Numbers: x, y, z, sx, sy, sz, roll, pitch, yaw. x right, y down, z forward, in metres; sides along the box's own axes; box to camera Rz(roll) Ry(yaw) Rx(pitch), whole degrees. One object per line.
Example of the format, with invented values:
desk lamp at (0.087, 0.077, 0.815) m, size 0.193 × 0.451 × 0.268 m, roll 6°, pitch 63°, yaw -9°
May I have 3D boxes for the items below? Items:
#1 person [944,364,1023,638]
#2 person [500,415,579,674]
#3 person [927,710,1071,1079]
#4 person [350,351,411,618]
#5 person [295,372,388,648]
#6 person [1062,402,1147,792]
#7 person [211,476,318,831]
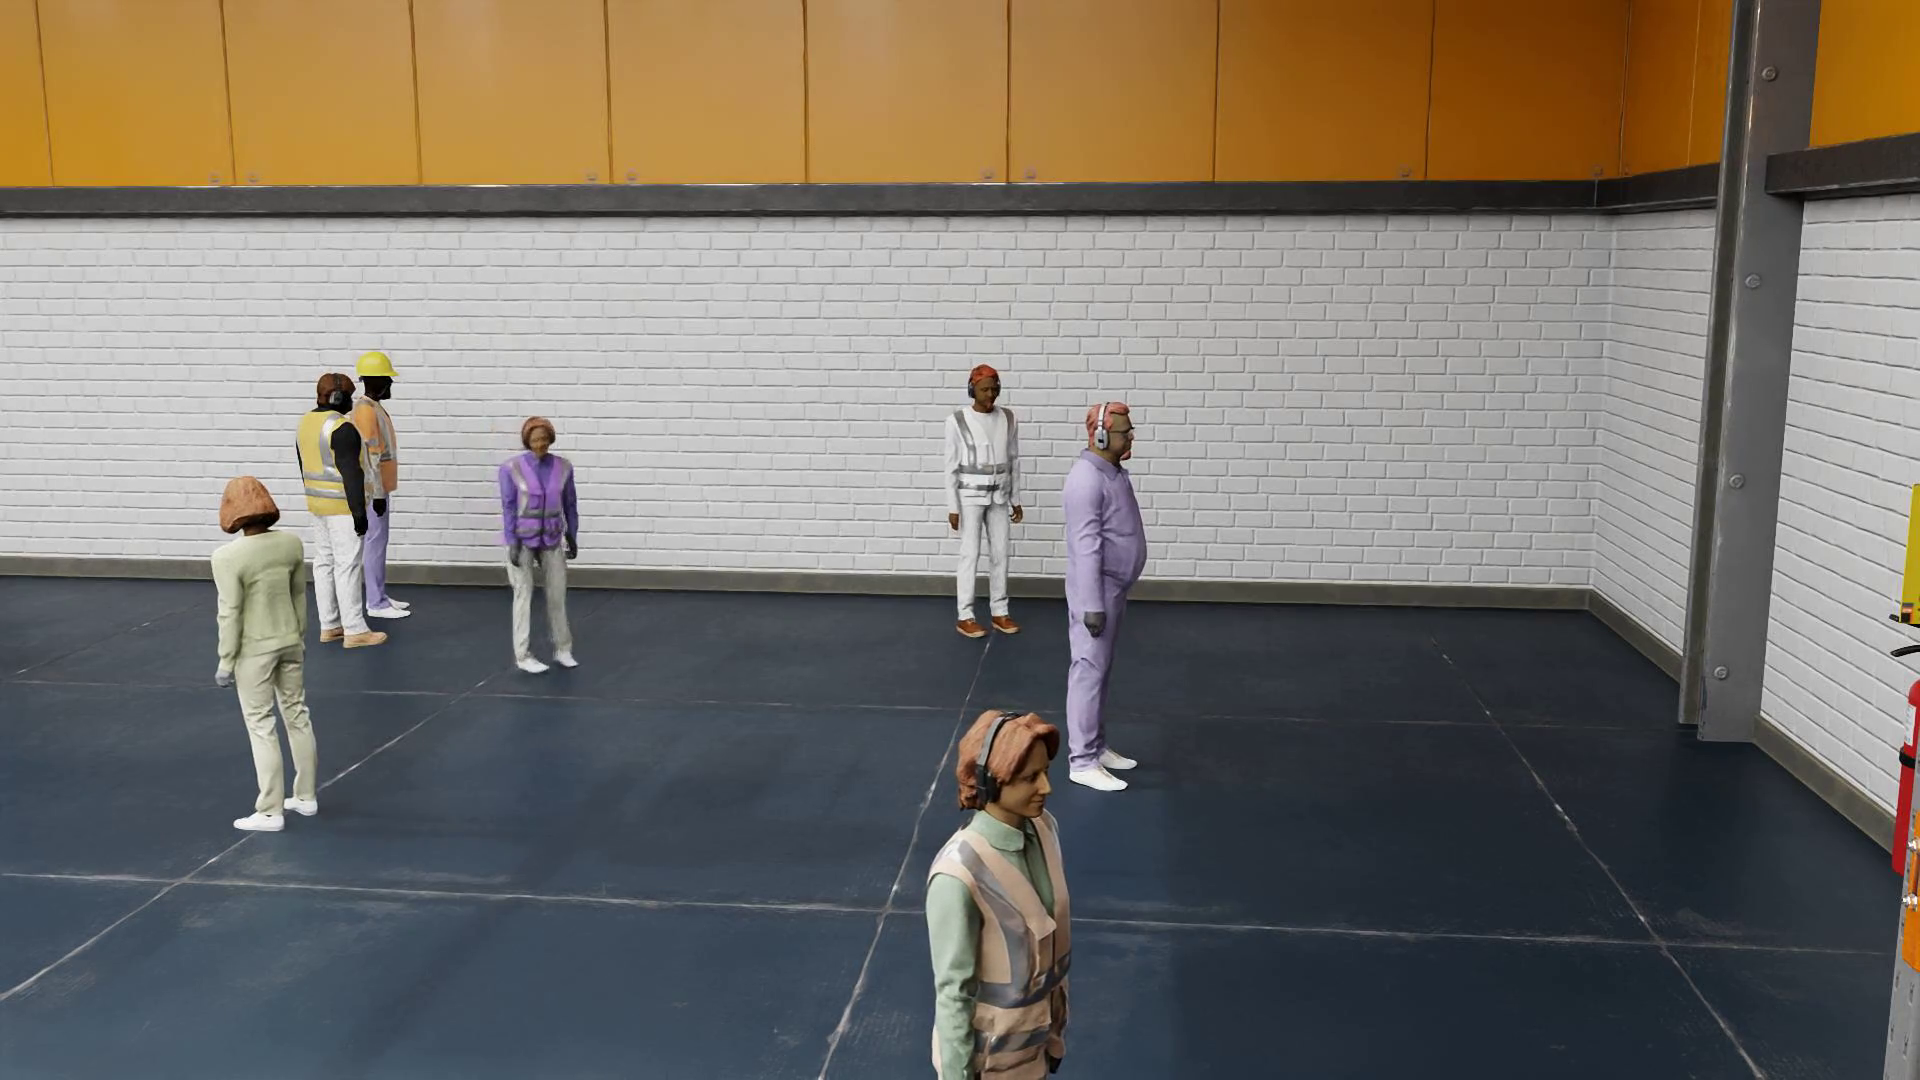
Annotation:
person at (0.157, -0.267, 11.423) m, size 0.584 × 1.877 × 0.356 m, roll -6°, pitch 11°, yaw -30°
person at (-2.625, 0.022, 10.451) m, size 0.536 × 1.627 × 0.385 m, roll -8°, pitch 13°, yaw -38°
person at (0.091, 1.182, 3.790) m, size 0.308 × 1.639 × 0.524 m, roll 5°, pitch 11°, yaw 26°
person at (-4.196, -0.399, 12.018) m, size 0.366 × 1.926 × 0.593 m, roll -3°, pitch 10°, yaw -18°
person at (-4.154, -0.201, 11.156) m, size 0.621 × 1.838 × 0.429 m, roll 8°, pitch 13°, yaw 40°
person at (0.725, 0.266, 8.269) m, size 0.402 × 1.911 × 0.638 m, roll 3°, pitch 10°, yaw 16°
person at (-3.195, 0.517, 7.616) m, size 0.295 × 1.632 × 0.501 m, roll 4°, pitch 11°, yaw 24°
